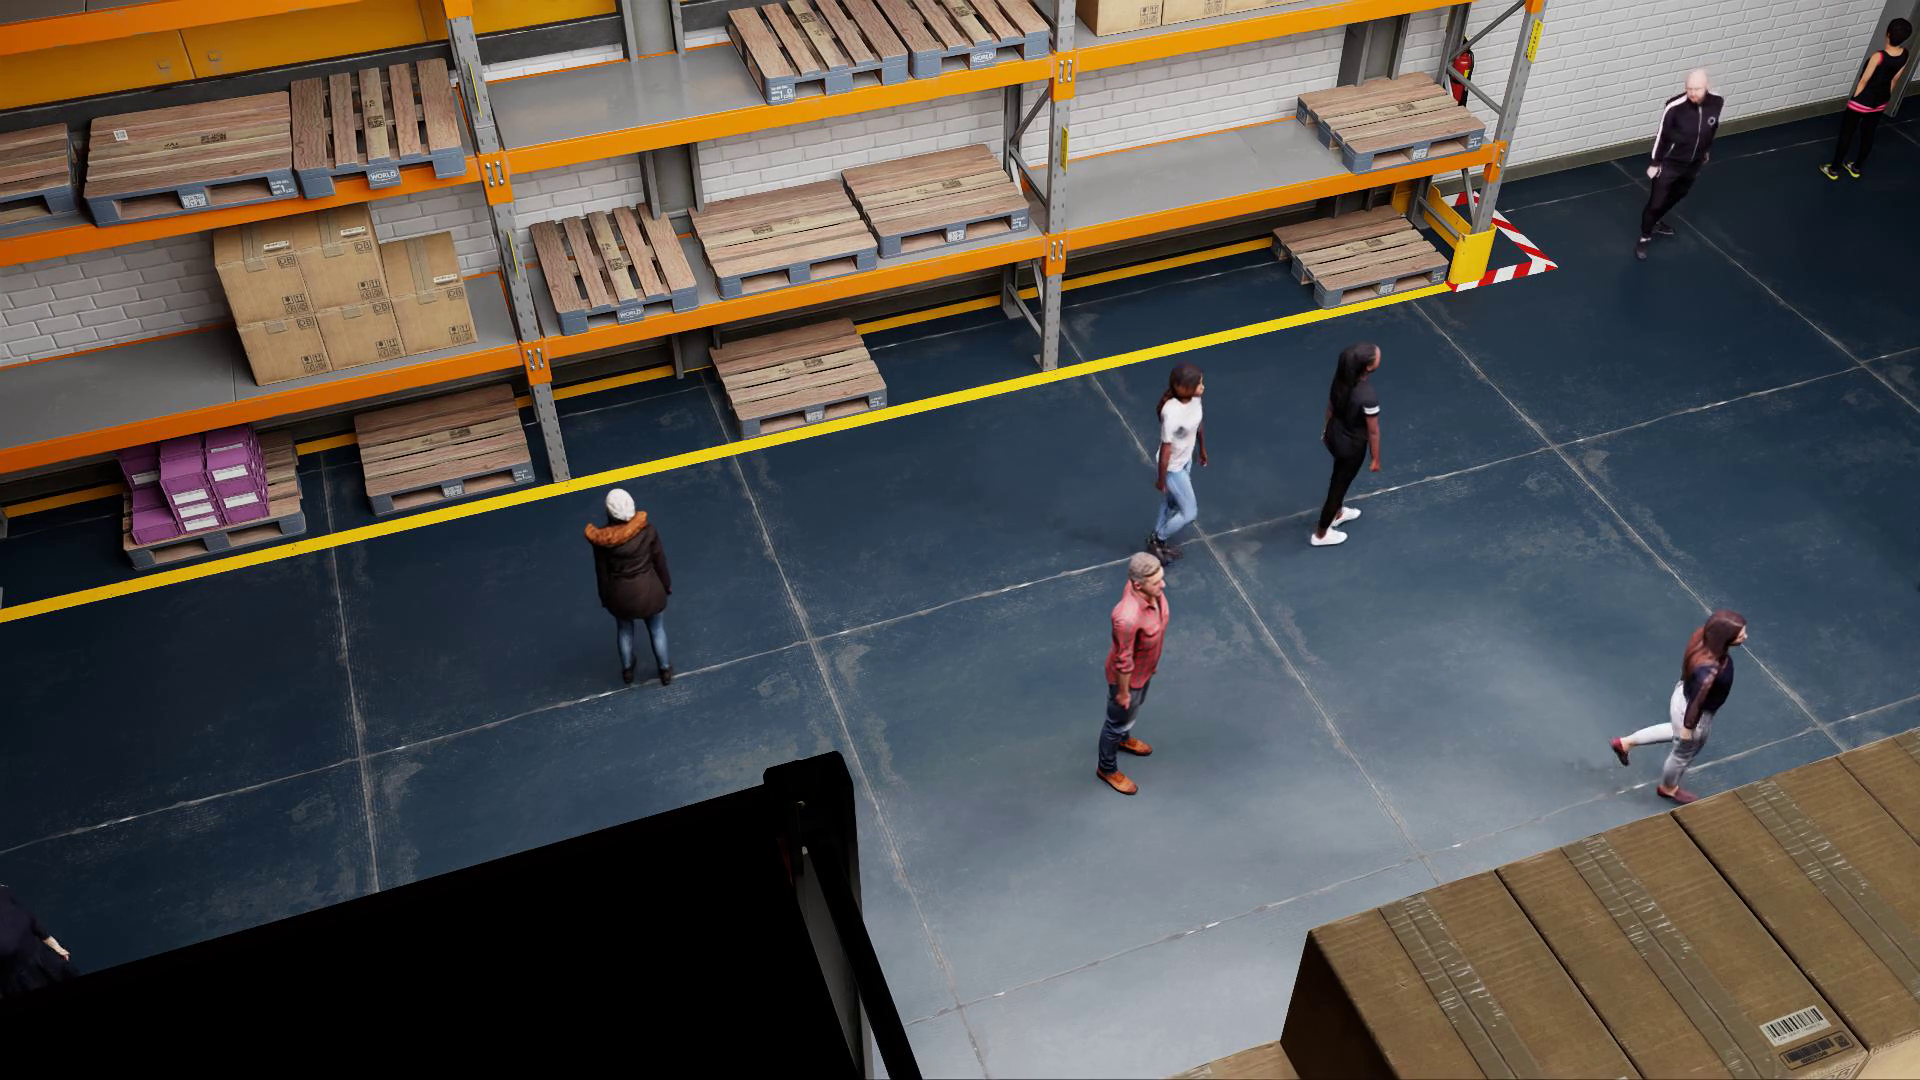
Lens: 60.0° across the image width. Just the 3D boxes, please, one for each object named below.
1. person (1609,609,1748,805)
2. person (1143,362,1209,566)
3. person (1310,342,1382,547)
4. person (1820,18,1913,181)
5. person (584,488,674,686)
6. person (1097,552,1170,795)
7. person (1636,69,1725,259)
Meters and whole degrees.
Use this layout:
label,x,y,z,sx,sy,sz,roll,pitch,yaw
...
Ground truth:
label,x,y,z,sx,sy,sz,roll,pitch,yaw
person,4.327,0.998,9.950,0.944,1.596,0.872,16,46,16
person,1.421,-0.544,11.486,0.781,1.710,0.722,18,46,18
person,2.656,-0.656,11.591,0.706,1.726,0.610,-14,45,-15
person,8.369,-4.051,15.282,0.475,1.550,0.617,-9,44,-9
person,-2.072,0.318,10.638,0.591,1.630,0.731,-9,44,-9
person,1.035,0.755,10.035,0.798,1.830,0.748,17,46,17
person,6.154,-3.260,14.273,0.725,1.796,0.908,-17,46,-17
